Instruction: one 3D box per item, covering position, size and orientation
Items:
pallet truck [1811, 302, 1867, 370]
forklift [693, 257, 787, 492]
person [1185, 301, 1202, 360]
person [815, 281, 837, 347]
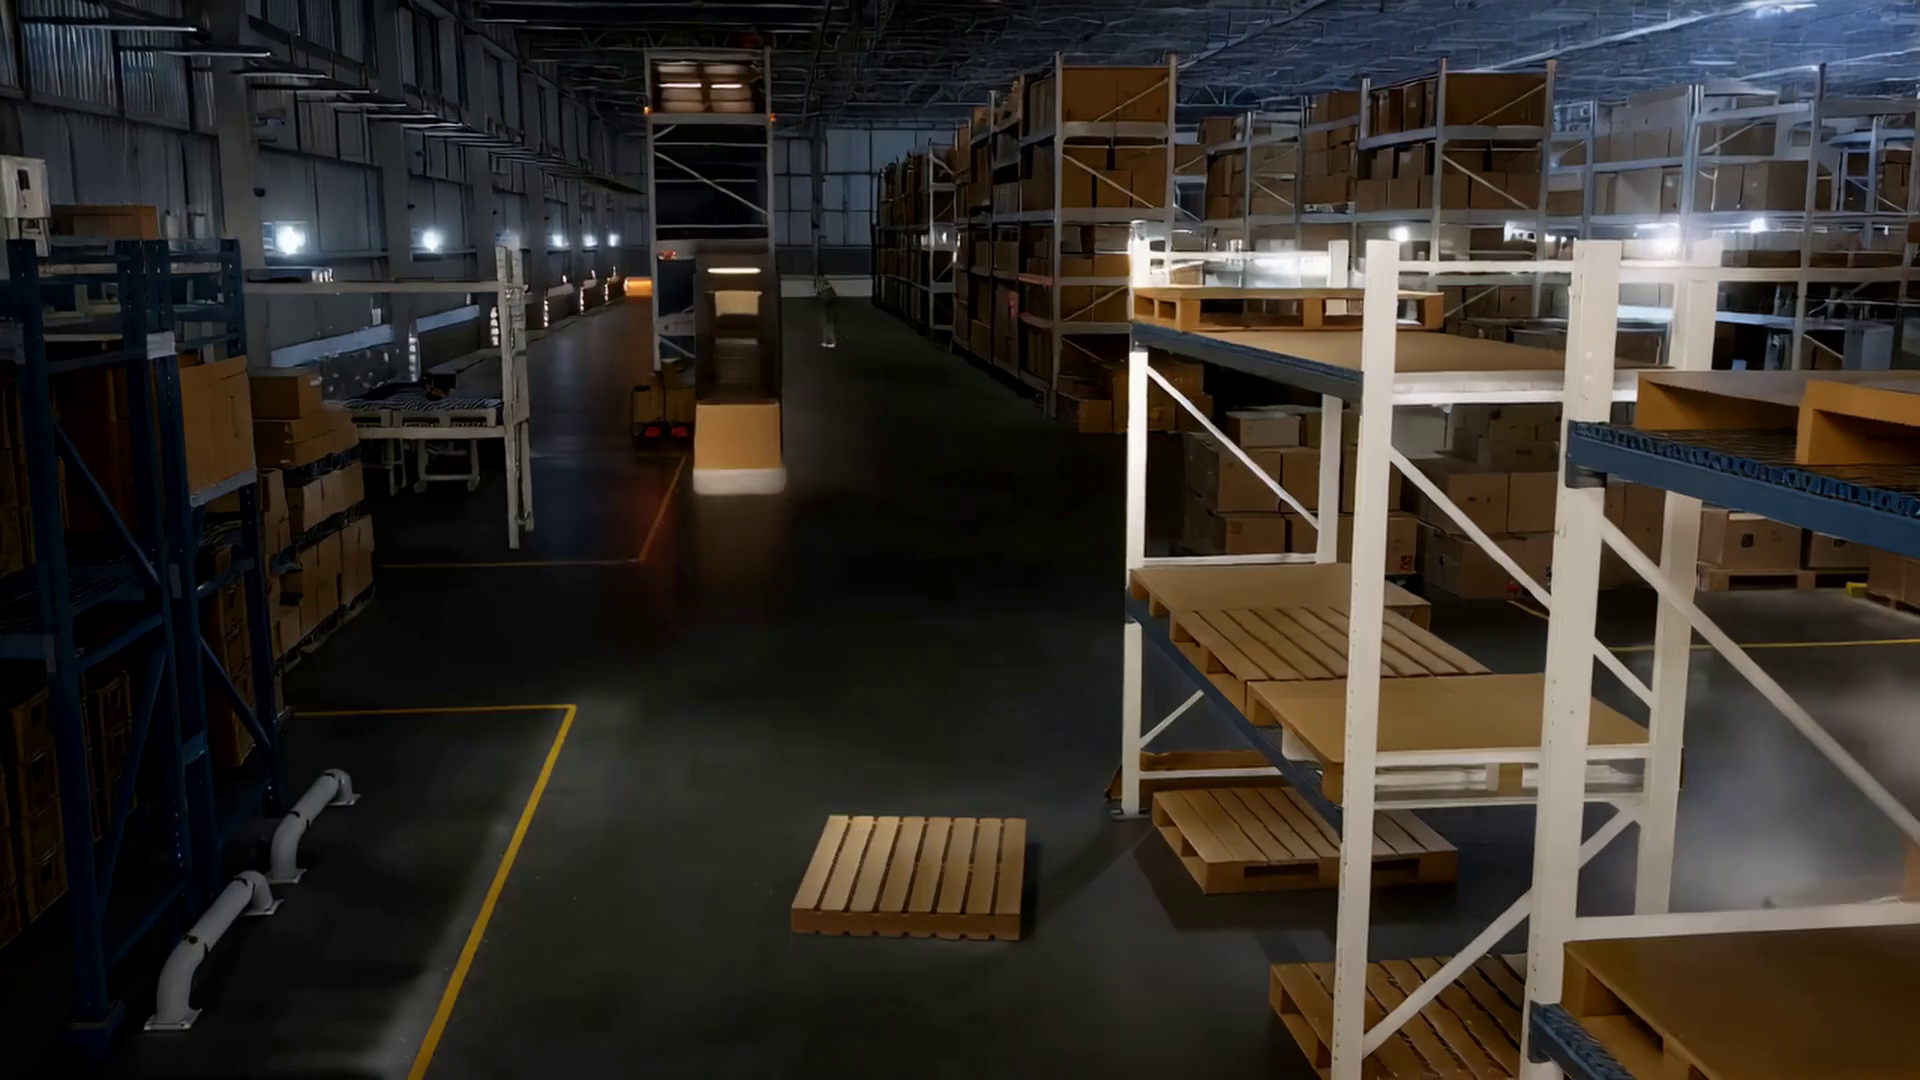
[{"bbox_3d":[15.846,-3.142,28.793,1.885,1.965,0.823,2,10,12],"label":"pallet truck"},{"bbox_3d":[-2.728,-2.079,20.456,1.129,2.768,1.873,-1,10,-6],"label":"forklift"},{"bbox_3d":[5.790,-5.424,41.927,0.633,1.817,0.751,-1,10,-8],"label":"person"},{"bbox_3d":[-3.870,-6.427,47.310,0.840,1.873,0.685,3,11,14],"label":"person"}]
